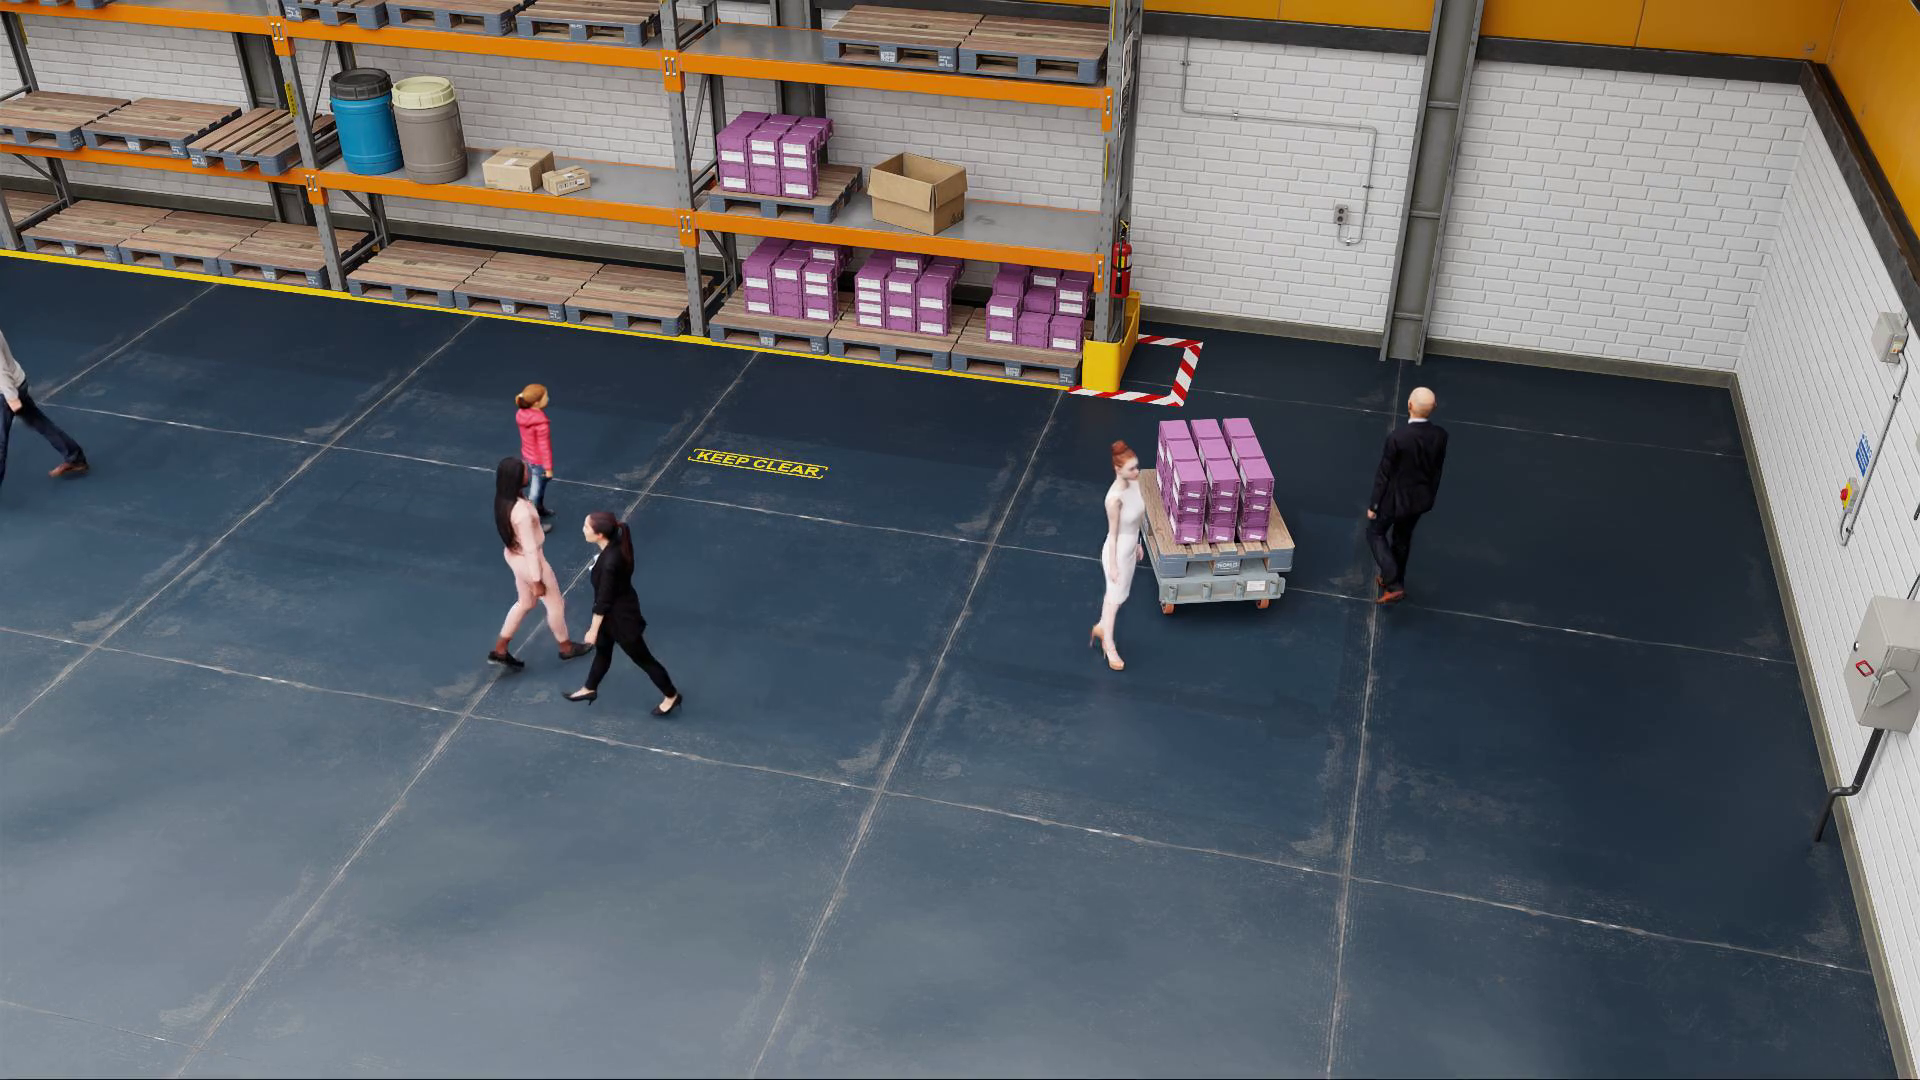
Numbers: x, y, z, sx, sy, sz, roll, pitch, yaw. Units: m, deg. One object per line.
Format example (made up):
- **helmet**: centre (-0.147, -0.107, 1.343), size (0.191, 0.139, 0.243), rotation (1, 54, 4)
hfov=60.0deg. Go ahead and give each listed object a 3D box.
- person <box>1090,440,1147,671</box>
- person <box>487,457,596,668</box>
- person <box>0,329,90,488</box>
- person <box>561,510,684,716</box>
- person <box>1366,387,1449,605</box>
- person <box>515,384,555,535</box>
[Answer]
- **person**: centre (1.100, 0.099, 11.547), size (0.625, 1.795, 0.635), rotation (16, 37, 23)
- **person**: centre (-3.049, 0.203, 11.475), size (1.076, 1.703, 1.029), rotation (-19, 38, -26)
- **person**: centre (-7.667, -1.237, 13.503), size (1.323, 1.856, 1.263), rotation (-18, 37, -24)
- **person**: centre (-2.166, 0.541, 11.049), size (1.144, 1.612, 0.839), rotation (-2, 34, -3)
- **person**: centre (3.248, -0.253, 12.084), size (0.875, 1.787, 0.936), rotation (-8, 34, -12)
- **person**: centre (-3.382, -0.625, 13.089), size (0.721, 1.295, 0.662), rotation (-19, 38, -26)
